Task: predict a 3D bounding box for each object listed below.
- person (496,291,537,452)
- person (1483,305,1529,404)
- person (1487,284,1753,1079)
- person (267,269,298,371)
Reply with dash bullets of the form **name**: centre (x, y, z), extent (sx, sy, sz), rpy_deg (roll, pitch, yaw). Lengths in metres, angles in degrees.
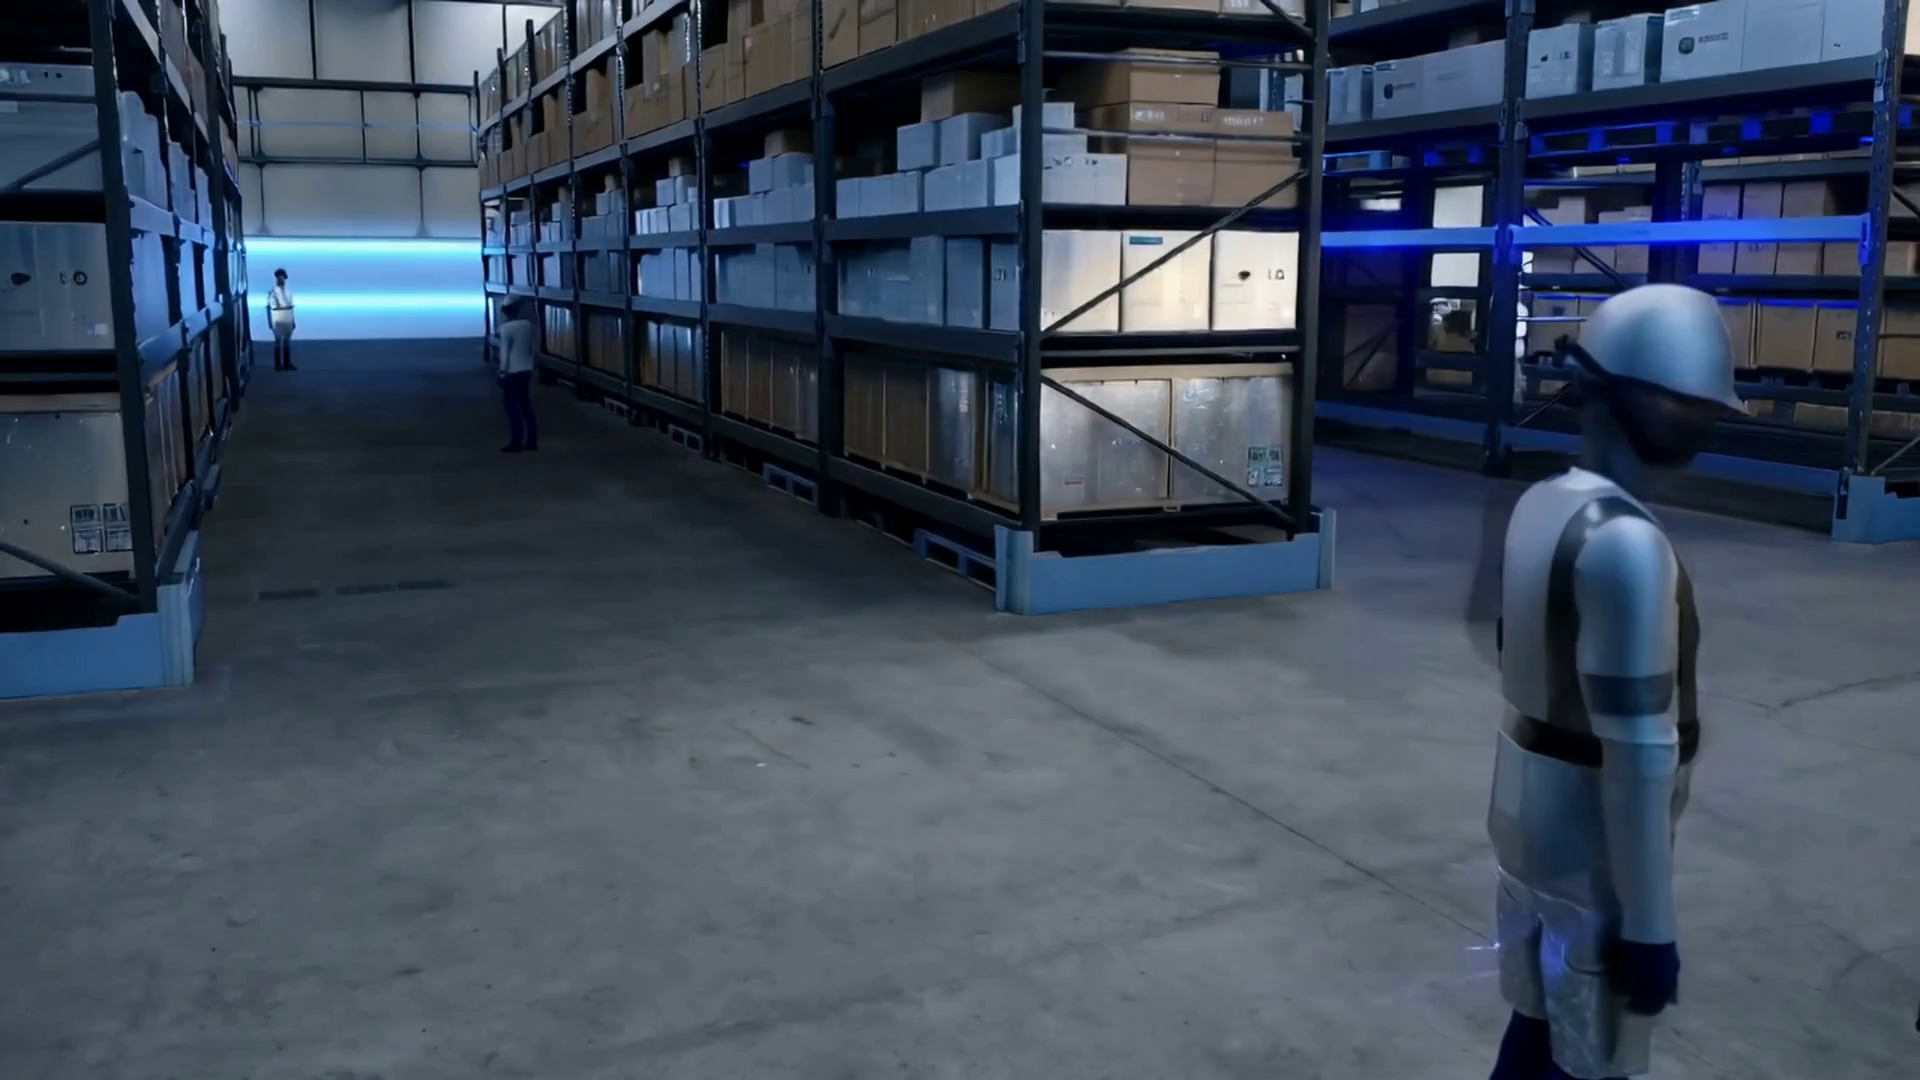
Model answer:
- **person**: centre (-4.873, -1.837, 18.207), extent (0.311, 1.768, 0.525), rpy_deg (4, 10, 24)
- **person**: centre (6.527, -2.154, 19.875), extent (0.565, 1.841, 0.396), rpy_deg (-4, 10, -22)
- **person**: centre (1.158, 0.568, 2.996), extent (0.390, 2.034, 0.605), rpy_deg (0, 9, 1)
- **person**: centre (-12.995, -4.216, 31.932), extent (0.375, 1.939, 0.546), rpy_deg (5, 11, 30)
